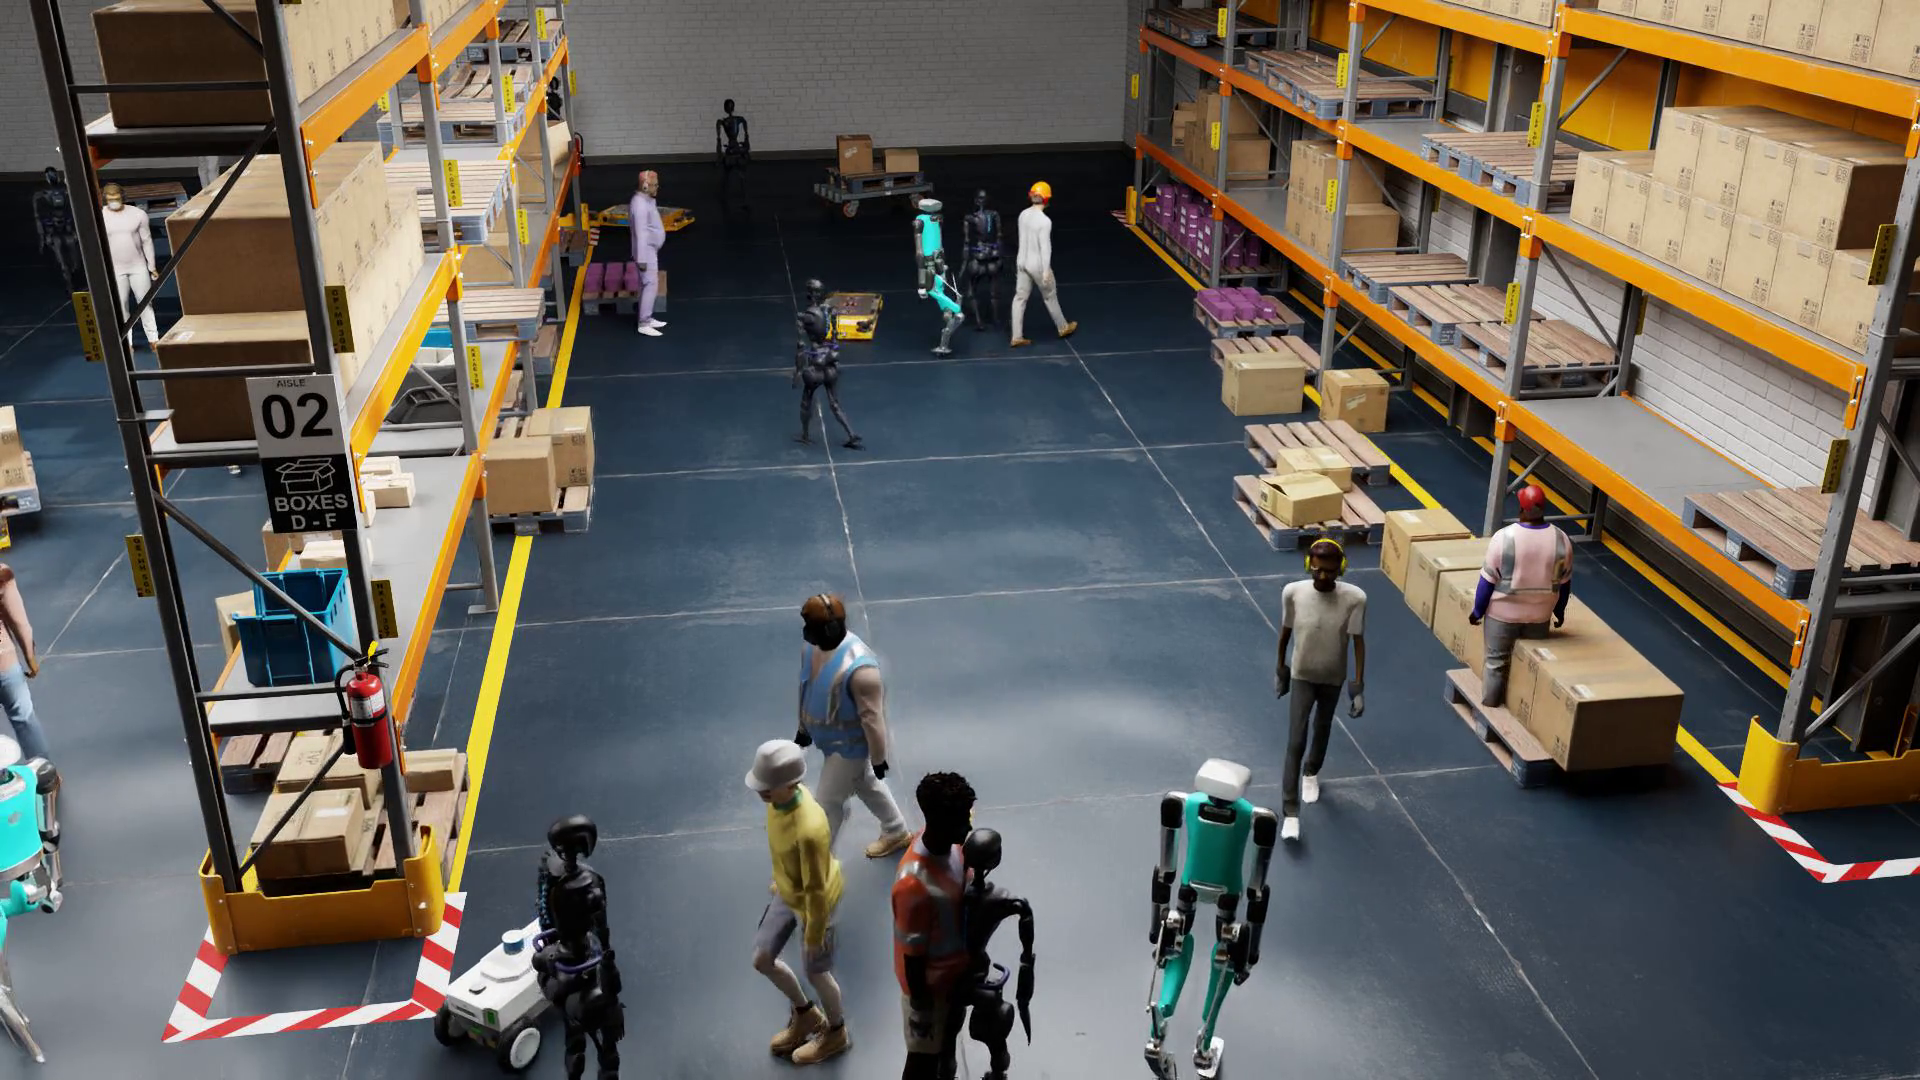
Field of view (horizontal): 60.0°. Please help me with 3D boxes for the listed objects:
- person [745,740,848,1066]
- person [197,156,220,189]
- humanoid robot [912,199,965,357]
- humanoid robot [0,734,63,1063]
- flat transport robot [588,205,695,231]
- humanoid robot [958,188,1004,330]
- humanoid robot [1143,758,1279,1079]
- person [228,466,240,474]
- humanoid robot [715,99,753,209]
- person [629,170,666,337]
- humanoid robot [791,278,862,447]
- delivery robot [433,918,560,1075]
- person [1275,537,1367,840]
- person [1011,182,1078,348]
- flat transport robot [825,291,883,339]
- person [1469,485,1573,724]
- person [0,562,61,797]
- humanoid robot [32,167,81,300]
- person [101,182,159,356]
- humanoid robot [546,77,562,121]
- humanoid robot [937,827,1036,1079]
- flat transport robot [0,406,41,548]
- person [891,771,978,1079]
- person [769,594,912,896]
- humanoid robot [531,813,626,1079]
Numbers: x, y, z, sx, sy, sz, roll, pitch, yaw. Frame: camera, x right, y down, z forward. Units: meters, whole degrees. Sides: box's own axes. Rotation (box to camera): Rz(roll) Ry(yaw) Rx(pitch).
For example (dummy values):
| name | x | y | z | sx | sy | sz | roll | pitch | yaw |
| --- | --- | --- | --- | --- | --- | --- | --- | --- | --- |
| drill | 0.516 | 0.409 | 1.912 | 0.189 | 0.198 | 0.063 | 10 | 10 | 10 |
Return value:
| name | x | y | z | sx | sy | sz | roll | pitch | yaw |
| --- | --- | --- | --- | --- | --- | --- | --- | --- | --- |
| person | -0.750 | 1.712 | 7.801 | 0.511 | 1.861 | 0.497 | -14 | 27 | -29 |
| person | -11.566 | -6.071 | 25.554 | 0.620 | 1.844 | 0.429 | 18 | 30 | 36 |
| humanoid robot | -0.139 | -2.787 | 18.311 | 0.743 | 1.878 | 0.567 | 12 | 27 | 26 |
| humanoid robot | -4.694 | 1.696 | 8.026 | 0.851 | 1.783 | 0.552 | 12 | 26 | 25 |
| flat transport robot | -4.694 | -4.735 | 24.466 | 1.431 | 0.231 | 0.659 | 6 | 24 | 14 |
| humanoid robot | 0.247 | -3.261 | 19.361 | 0.613 | 1.658 | 0.347 | -17 | 29 | -33 |
| humanoid robot | 1.074 | 1.912 | 7.492 | 0.541 | 1.745 | 0.908 | 7 | 25 | 16 |
| person | -6.788 | -1.499 | 15.319 | 0.546 | 1.691 | 0.865 | -14 | 27 | -29 |
| humanoid robot | -3.476 | -5.911 | 25.430 | 0.608 | 1.624 | 0.754 | -17 | 29 | -33 |
| person | -3.587 | -3.315 | 19.215 | 0.396 | 1.895 | 0.703 | -2 | 24 | -4 |
| humanoid robot | -1.299 | -1.661 | 15.754 | 0.705 | 1.640 | 0.600 | 17 | 29 | 34 |
| delivery robot | -2.199 | 2.215 | 8.267 | 0.499 | 0.587 | 0.789 | 13 | 27 | 27 |
| person | 2.114 | 0.866 | 9.776 | 0.512 | 1.828 | 0.944 | 3 | 24 | 7 |
| person | 0.933 | -3.142 | 18.870 | 0.566 | 1.841 | 0.967 | 21 | 32 | 40 |
| flat transport robot | -1.302 | -2.676 | 19.773 | 0.659 | 0.231 | 1.431 | 1 | 24 | 2 |
| person | 3.624 | 0.458 | 10.787 | 0.603 | 1.755 | 0.420 | 0 | 24 | 1 |
| person | -5.851 | 0.715 | 9.915 | 0.627 | 1.988 | 0.419 | -10 | 26 | -22 |
| humanoid robot | -11.218 | -3.841 | 20.688 | 0.543 | 1.629 | 0.601 | 22 | 32 | 40 |
| person | -9.242 | -3.008 | 18.461 | 0.628 | 1.935 | 0.373 | -13 | 27 | -27 |
| humanoid robot | -6.760 | -6.779 | 27.378 | 0.471 | 1.648 | 0.608 | 4 | 24 | 9 |
| humanoid robot | 0.021 | 2.013 | 7.338 | 0.608 | 1.651 | 0.370 | 8 | 25 | 18 |
| flat transport robot | -8.484 | -0.199 | 14.130 | 0.659 | 0.231 | 1.431 | -13 | 27 | -27 |
| person | -0.098 | 1.871 | 7.308 | 0.365 | 1.961 | 0.611 | 6 | 24 | 14 |
| person | -0.657 | 1.097 | 9.300 | 0.941 | 1.785 | 0.640 | -13 | 27 | -27 |
| humanoid robot | -1.721 | 1.950 | 7.478 | 0.310 | 1.646 | 0.615 | -22 | 32 | -40 |
